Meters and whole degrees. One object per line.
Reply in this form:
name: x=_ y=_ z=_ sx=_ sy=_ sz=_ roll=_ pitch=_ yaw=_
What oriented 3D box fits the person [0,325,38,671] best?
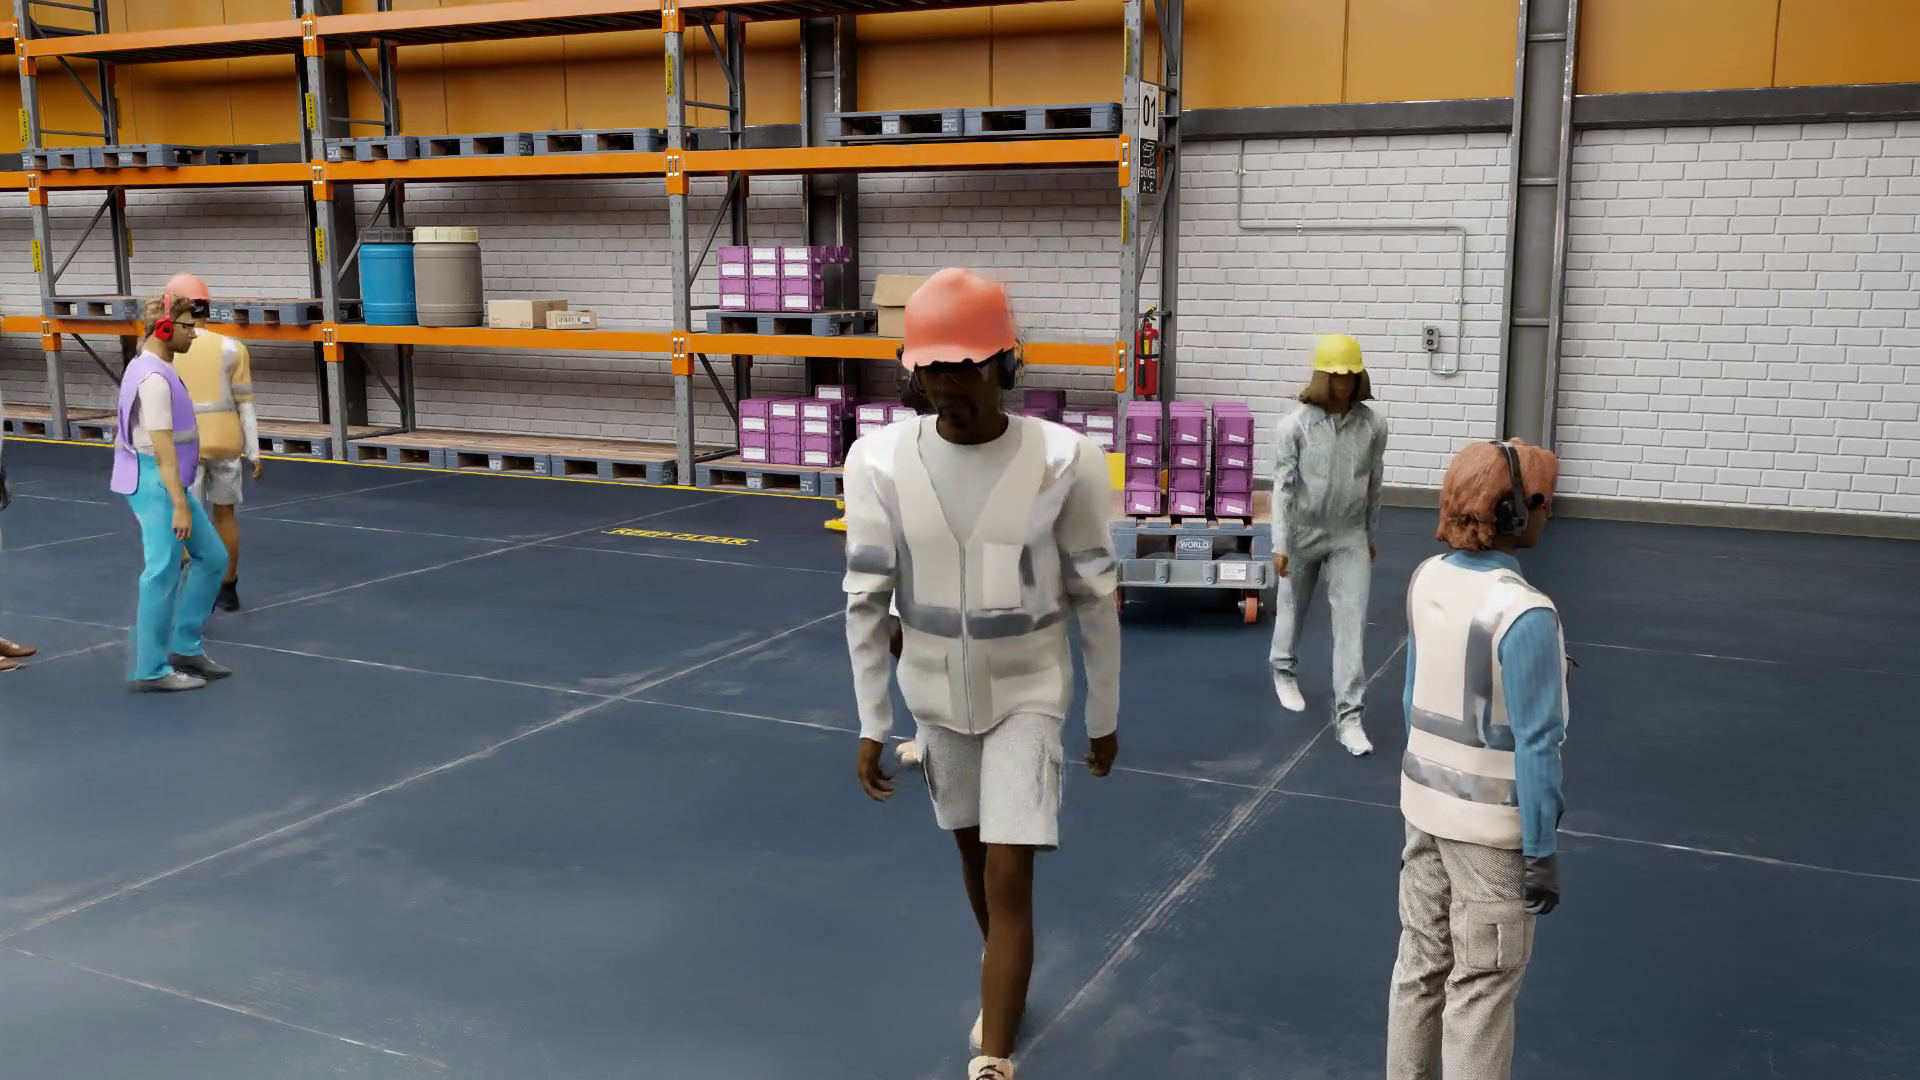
person: x=-4.736 y=-0.294 z=8.036 sx=0.348 sy=1.860 sz=0.516 roll=-1 pitch=10 yaw=-5

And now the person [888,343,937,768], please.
person: x=-0.169 y=0.061 z=6.505 sx=0.421 sy=1.682 sz=0.538 roll=-3 pitch=10 yaw=-16

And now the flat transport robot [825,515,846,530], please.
flat transport robot: x=-0.295 y=-0.235 z=12.222 sx=0.652 sy=0.197 sz=1.431 roll=7 pitch=12 yaw=34

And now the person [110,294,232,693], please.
person: x=-3.571 y=-0.207 z=7.609 sx=0.561 sy=1.818 sz=0.607 roll=-4 pitch=11 yaw=-23

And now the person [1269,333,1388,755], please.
person: x=1.524 y=-0.028 z=6.985 sx=0.491 sy=1.690 sz=0.942 roll=-1 pitch=10 yaw=-5

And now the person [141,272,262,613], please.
person: x=-4.135 y=-0.506 z=9.098 sx=0.581 sy=1.909 sz=0.703 roll=-5 pitch=11 yaw=-27

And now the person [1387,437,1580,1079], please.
person: x=1.088 y=0.603 z=3.507 sx=0.309 sy=1.641 sz=0.514 roll=-2 pitch=10 yaw=-14

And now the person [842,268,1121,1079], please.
person: x=0.043 y=0.377 z=3.825 sx=0.618 sy=1.972 sz=1.041 roll=3 pitch=10 yaw=15
